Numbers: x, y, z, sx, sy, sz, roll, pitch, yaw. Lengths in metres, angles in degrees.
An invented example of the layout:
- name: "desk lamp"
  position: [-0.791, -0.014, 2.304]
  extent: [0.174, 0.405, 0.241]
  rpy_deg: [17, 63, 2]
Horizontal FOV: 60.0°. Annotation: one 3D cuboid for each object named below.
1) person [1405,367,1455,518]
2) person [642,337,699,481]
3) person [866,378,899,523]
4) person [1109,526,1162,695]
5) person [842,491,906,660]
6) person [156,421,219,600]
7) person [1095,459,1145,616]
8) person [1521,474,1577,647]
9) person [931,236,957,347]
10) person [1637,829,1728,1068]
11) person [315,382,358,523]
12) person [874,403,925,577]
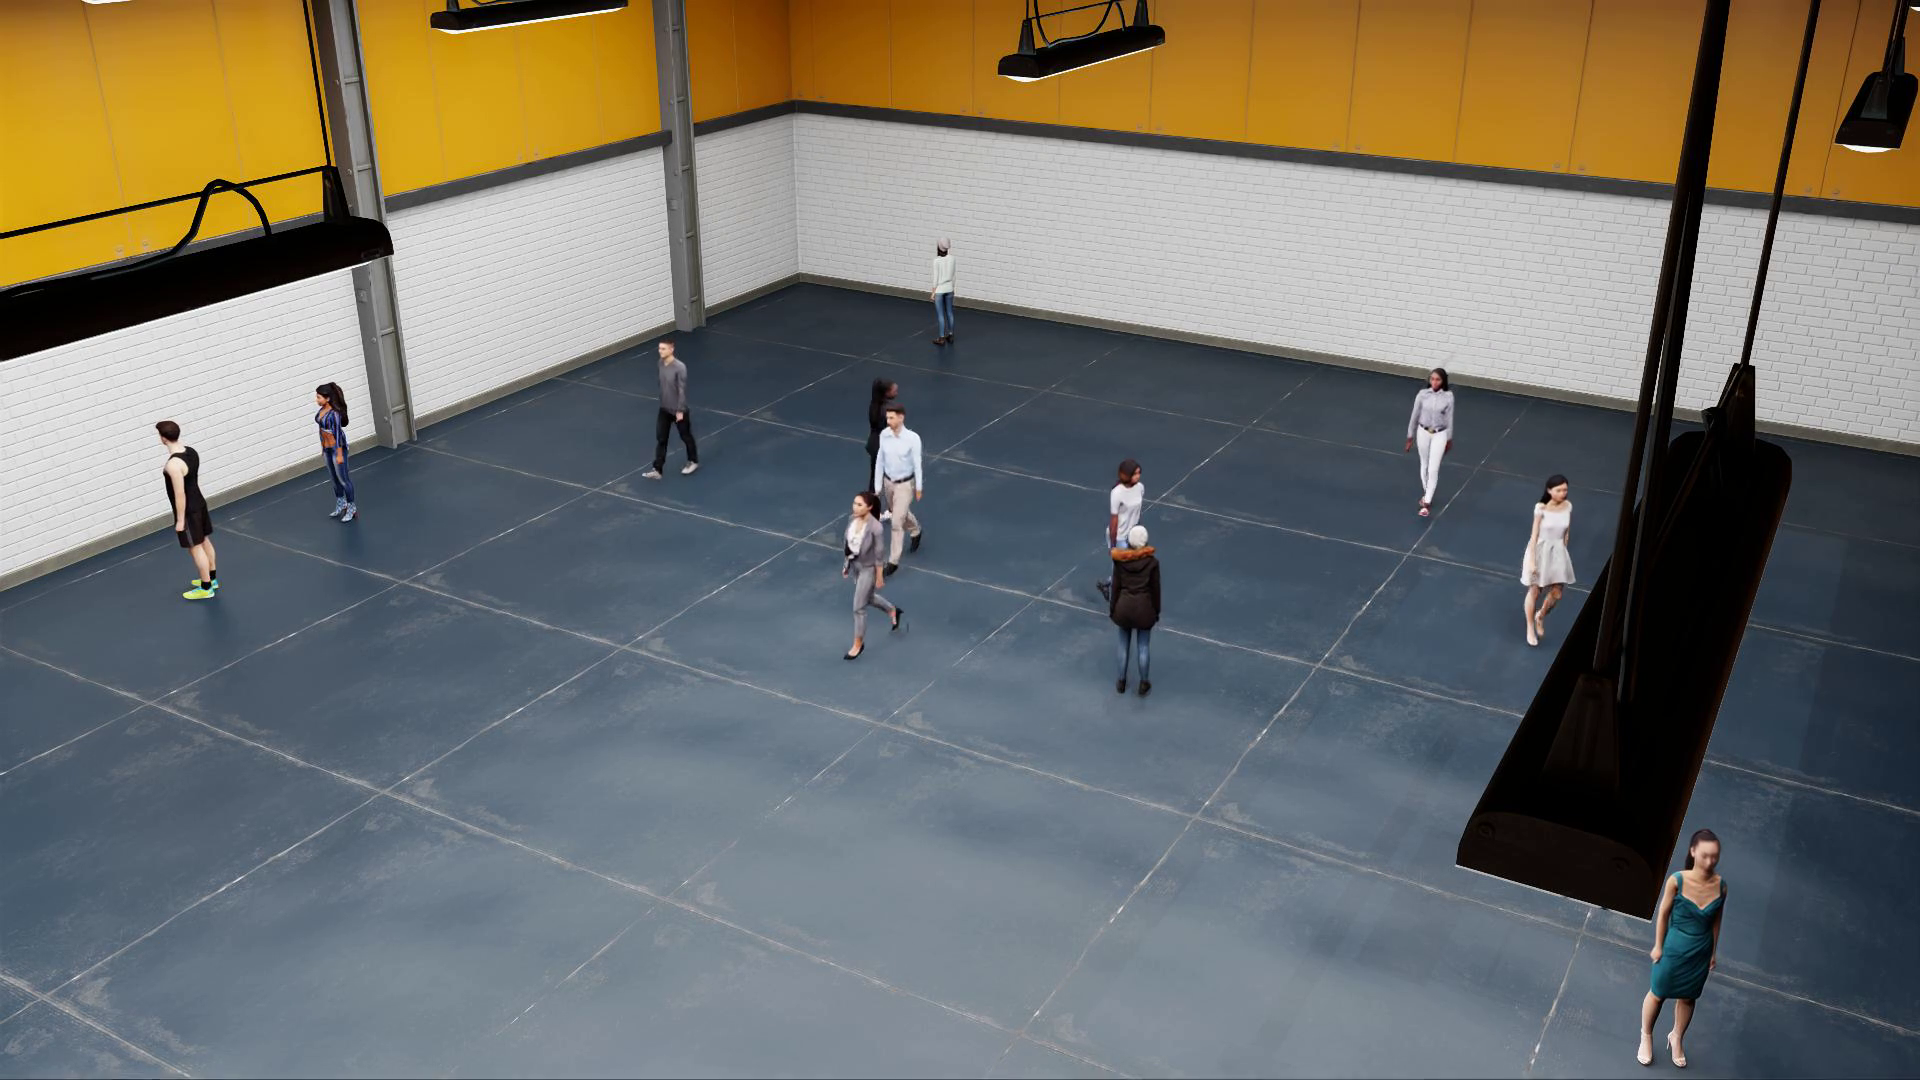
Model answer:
- name: "person"
  position: [5.416, -1.162, 19.030]
  extent: [0.632, 1.691, 1.033]
  rpy_deg: [12, 26, 26]
- name: "person"
  position: [-3.369, -1.586, 19.960]
  extent: [0.647, 1.723, 1.079]
  rpy_deg: [14, 27, 29]
- name: "person"
  position: [-0.919, -0.969, 18.546]
  extent: [0.780, 1.723, 0.761]
  rpy_deg: [-21, 31, -39]
- name: "person"
  position: [1.577, 0.624, 15.015]
  extent: [0.713, 1.634, 0.716]
  rpy_deg: [4, 24, 9]
- name: "person"
  position: [-0.835, 0.291, 15.755]
  extent: [1.129, 1.651, 0.869]
  rpy_deg: [-18, 29, -35]
- name: "person"
  position: [-7.809, -0.320, 16.856]
  extent: [0.836, 1.889, 0.725]
  rpy_deg: [-1, 24, -2]
- name: "person"
  position: [1.553, -0.029, 16.419]
  extent: [0.772, 1.705, 0.780]
  rpy_deg: [-19, 30, -36]
- name: "person"
  position: [5.548, 0.170, 15.889]
  extent: [0.778, 1.766, 0.837]
  rpy_deg: [-3, 24, -7]
- name: "person"
  position: [-0.251, -3.765, 25.041]
  extent: [0.555, 1.644, 0.697]
  rpy_deg: [-16, 28, -33]
- name: "person"
  position: [4.558, 2.583, 10.468]
  extent: [0.615, 1.686, 0.619]
  rpy_deg: [2, 24, 5]
- name: "person"
  position: [-7.049, -1.002, 18.757]
  extent: [0.648, 1.616, 0.607]
  rpy_deg: [19, 30, 37]
- name: "person"
  position: [-0.611, -0.596, 17.583]
  extent: [0.658, 1.811, 1.264]
  rpy_deg: [11, 26, 24]
